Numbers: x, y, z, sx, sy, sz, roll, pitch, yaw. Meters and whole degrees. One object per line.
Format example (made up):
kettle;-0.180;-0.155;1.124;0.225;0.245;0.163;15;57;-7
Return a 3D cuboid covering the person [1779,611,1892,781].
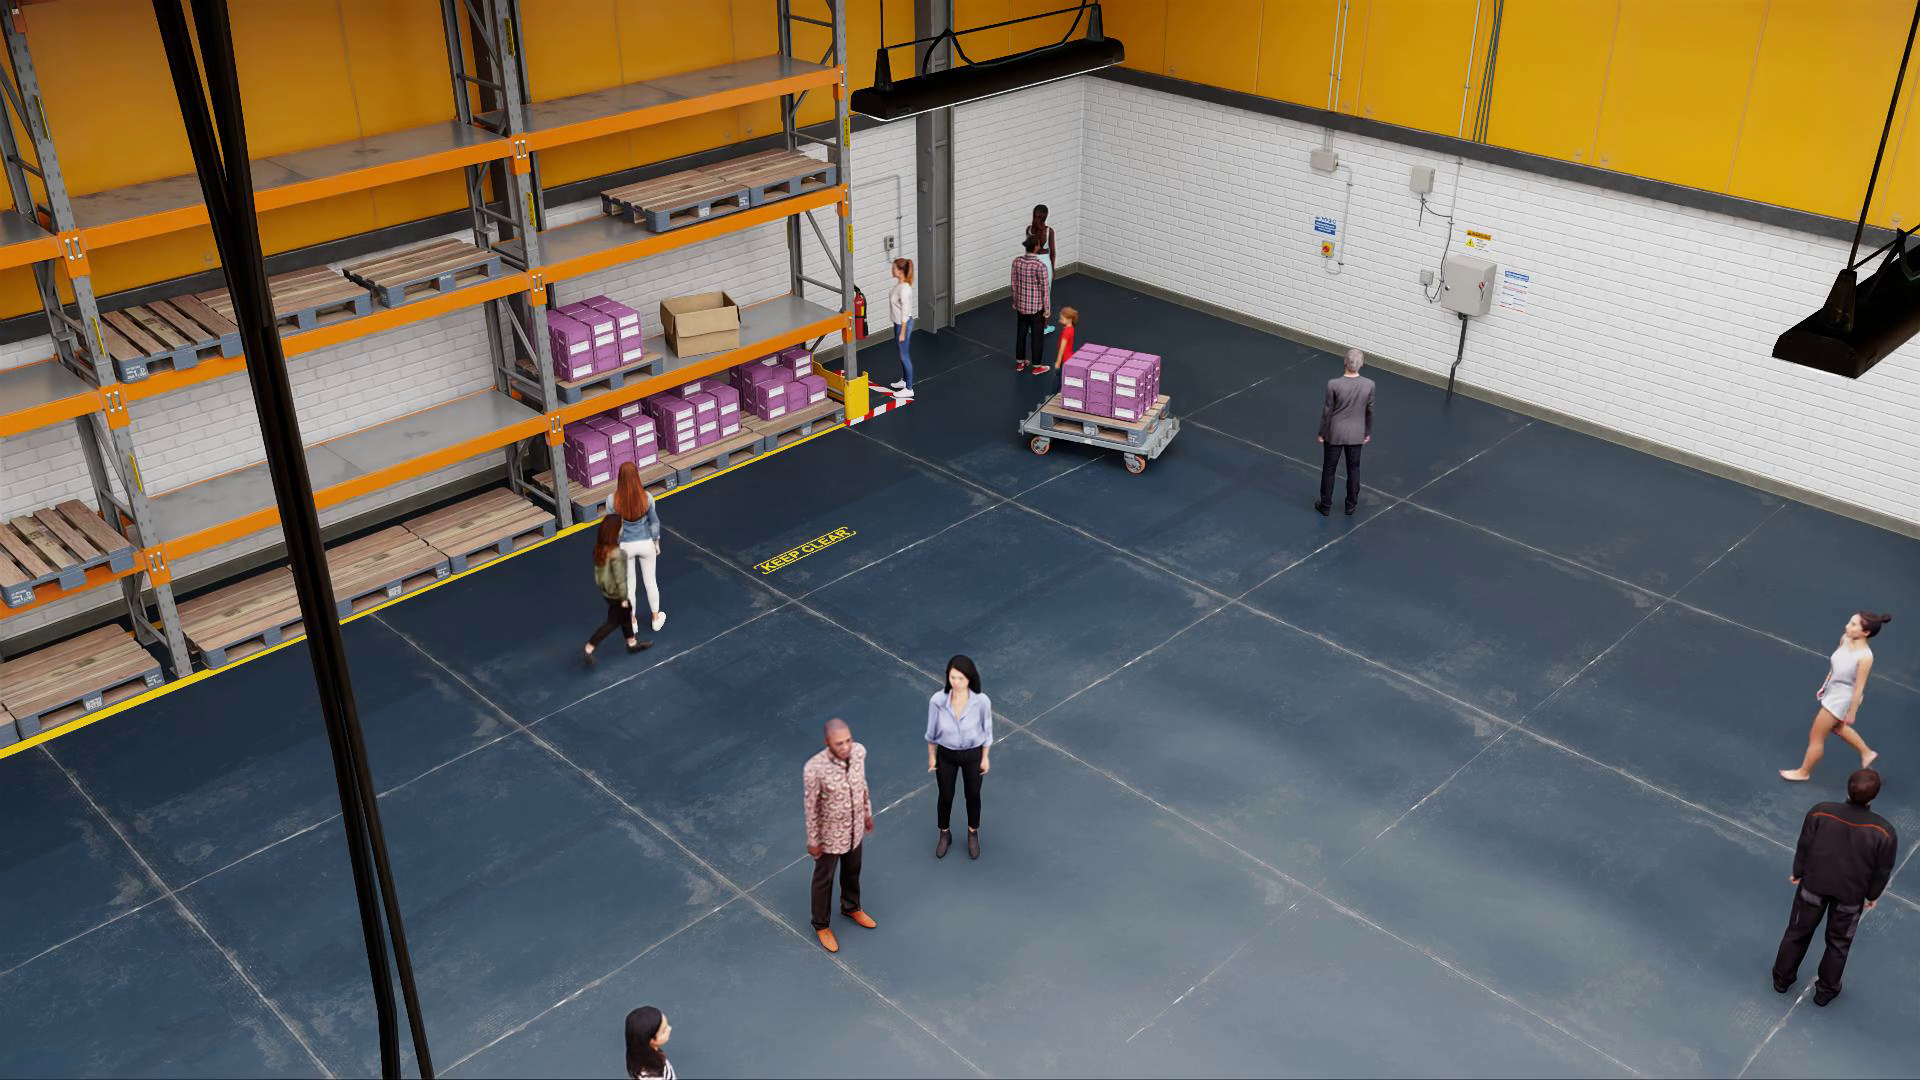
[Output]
person;7.050;1.254;13.144;0.963;1.582;0.974;4;29;8

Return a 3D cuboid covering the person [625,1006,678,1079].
person;-1.675;3.280;9.205;0.583;1.797;0.635;-14;31;-23

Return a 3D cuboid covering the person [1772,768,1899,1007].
person;5.772;2.284;10.988;0.762;1.838;0.642;17;33;29

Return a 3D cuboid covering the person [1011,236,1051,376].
person;0.880;-2.921;20.613;0.739;1.759;0.662;17;33;28

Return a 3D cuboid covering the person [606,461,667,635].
person;-2.963;0.069;15.190;0.645;1.702;0.754;-5;29;-10

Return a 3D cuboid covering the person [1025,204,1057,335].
person;1.039;-3.557;21.816;0.642;1.724;0.651;10;30;18

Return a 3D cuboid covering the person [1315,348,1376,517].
person;3.985;-1.123;17.231;0.789;1.840;0.863;-1;29;-2

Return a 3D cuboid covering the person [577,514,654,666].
person;-3.127;0.466;14.722;1.029;1.454;0.805;-15;32;-26

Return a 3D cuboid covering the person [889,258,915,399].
person;-0.679;-2.565;20.000;0.727;1.719;0.685;-2;29;-4

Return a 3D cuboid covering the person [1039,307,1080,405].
person;1.318;-2.121;19.643;0.891;1.282;0.858;2;29;3

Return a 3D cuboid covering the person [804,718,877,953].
person;-0.845;1.990;11.558;0.524;1.808;0.755;-23;36;-36

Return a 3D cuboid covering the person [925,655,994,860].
person;0.005;1.609;12.324;0.733;1.743;0.776;2;29;3
